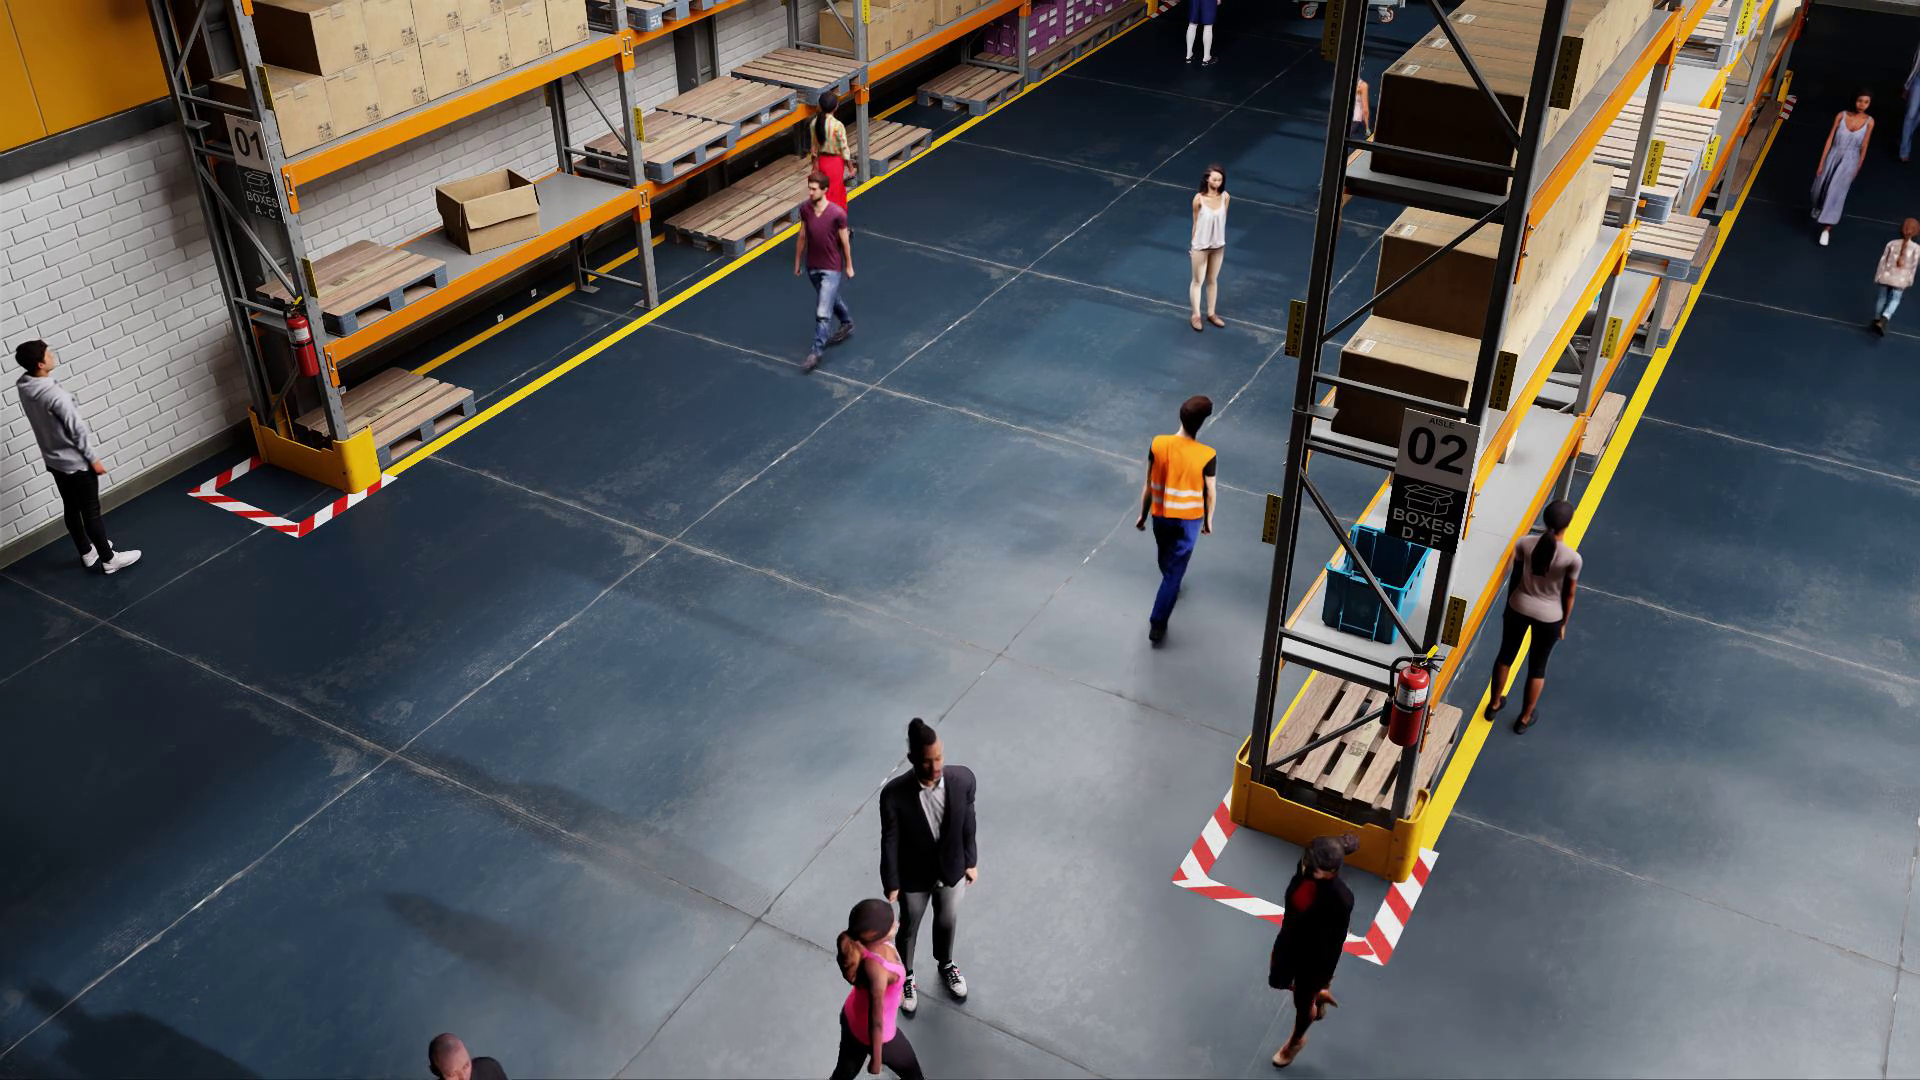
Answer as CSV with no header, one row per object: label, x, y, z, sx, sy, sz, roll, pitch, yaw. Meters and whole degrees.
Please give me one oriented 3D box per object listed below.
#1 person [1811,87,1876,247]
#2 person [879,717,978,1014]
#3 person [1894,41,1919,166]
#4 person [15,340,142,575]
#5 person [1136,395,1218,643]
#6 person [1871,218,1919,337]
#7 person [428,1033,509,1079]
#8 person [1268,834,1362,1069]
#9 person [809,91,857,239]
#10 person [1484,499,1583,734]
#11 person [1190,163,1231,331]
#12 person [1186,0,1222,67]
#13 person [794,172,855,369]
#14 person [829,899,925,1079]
person,9.509,-4.076,17.981,0.566,1.676,0.955,18,37,24
person,-0.168,1.729,8.997,0.770,1.953,0.852,-11,35,-16
person,11.547,-5.444,19.951,0.908,1.773,1.070,4,34,6
person,-6.745,-0.624,12.558,0.681,1.930,0.591,16,37,22
person,1.529,-0.109,11.867,0.799,1.836,1.222,12,35,17
person,9.032,-2.521,16.083,0.538,1.187,0.695,23,40,30
person,-2.269,2.810,7.565,0.820,1.738,0.914,24,41,32
person,1.878,2.129,8.690,0.824,1.627,0.748,-16,37,-22
person,-1.412,-3.805,17.489,0.655,1.770,0.897,23,40,31
person,3.799,0.501,11.033,0.595,1.744,0.537,20,38,27
person,2.410,-2.886,16.212,0.725,1.653,0.664,11,35,15
person,3.377,-7.543,23.048,0.680,1.841,0.568,21,39,28
person,-1.218,-2.597,15.640,0.709,1.804,1.171,20,39,28
person,-0.523,2.429,8.195,1.119,1.676,1.020,-11,35,-16
